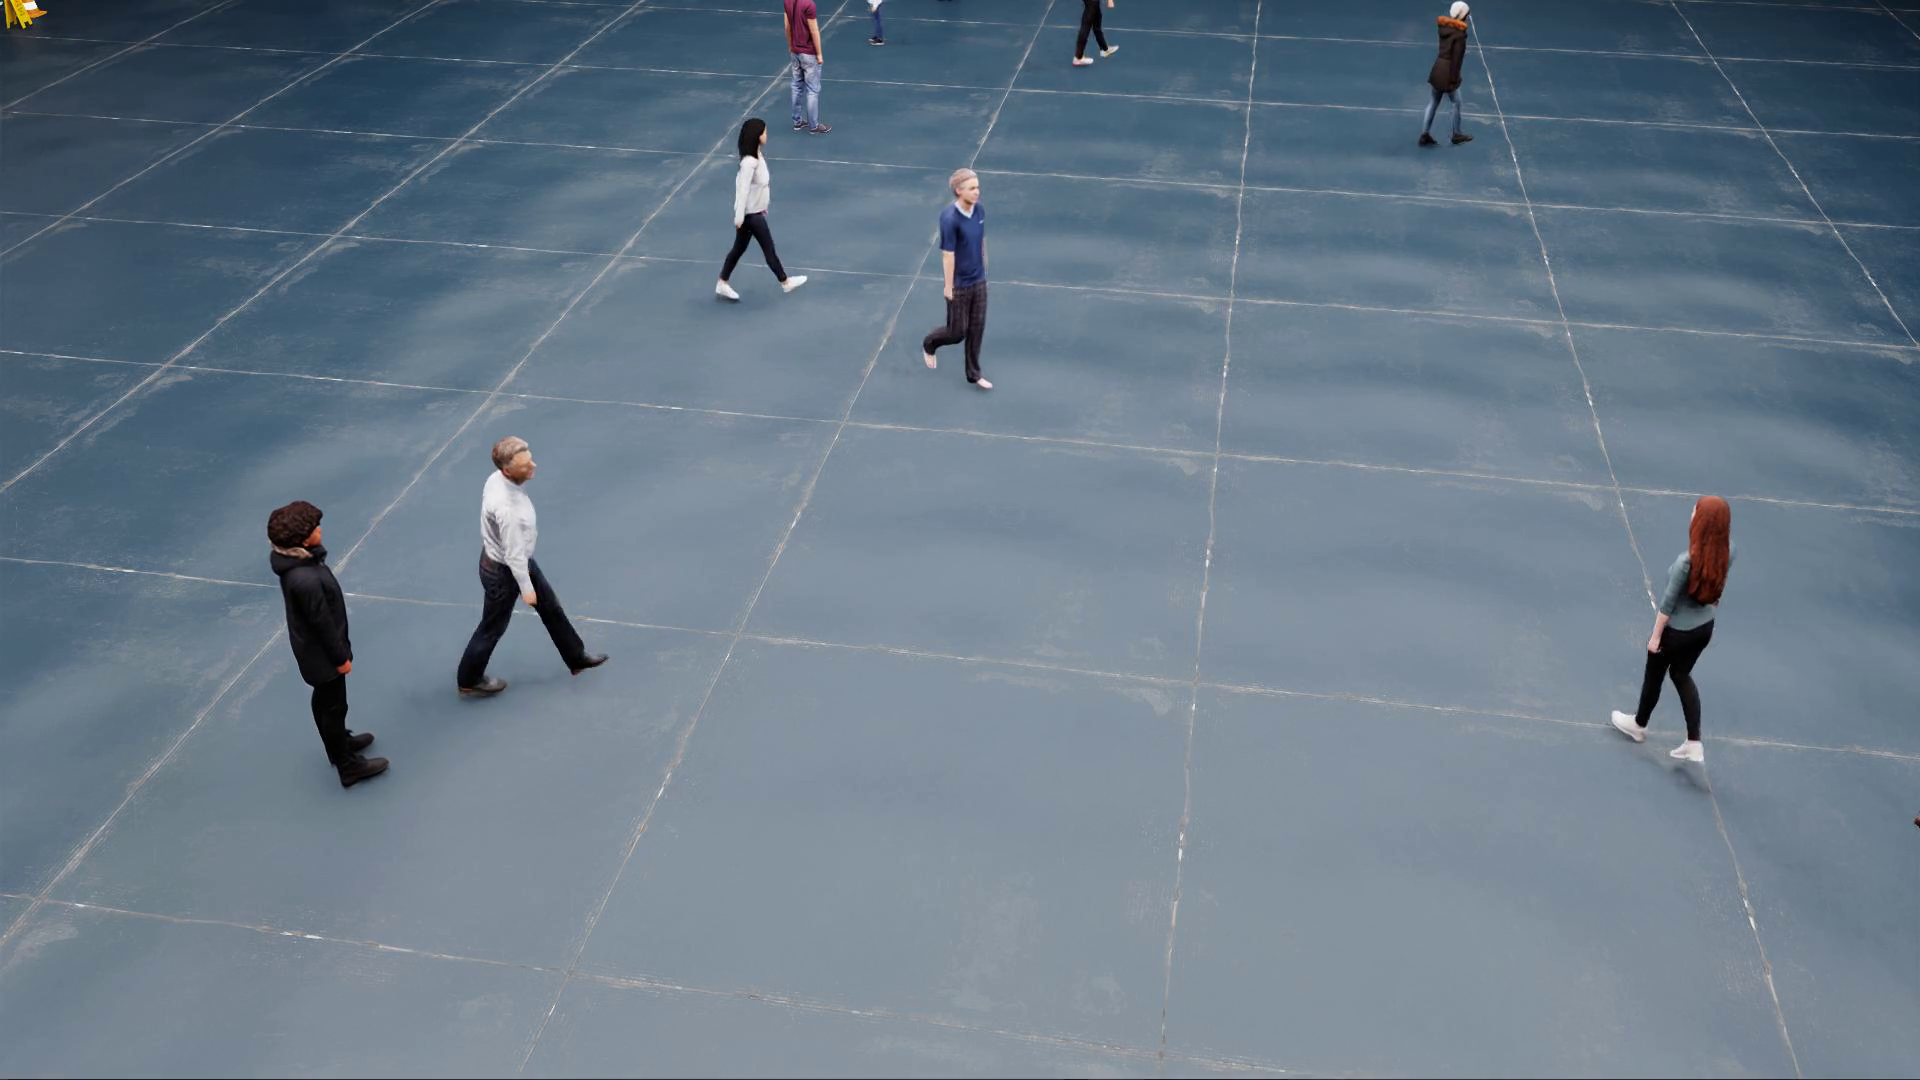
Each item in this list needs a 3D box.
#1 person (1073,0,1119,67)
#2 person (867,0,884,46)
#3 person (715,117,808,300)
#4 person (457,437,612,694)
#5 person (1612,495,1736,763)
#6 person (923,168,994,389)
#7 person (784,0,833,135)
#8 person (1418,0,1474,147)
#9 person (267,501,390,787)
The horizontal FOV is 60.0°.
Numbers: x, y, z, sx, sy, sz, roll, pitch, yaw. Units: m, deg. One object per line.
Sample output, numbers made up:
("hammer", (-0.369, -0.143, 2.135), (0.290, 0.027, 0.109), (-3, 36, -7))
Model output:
("person", (1.616, -6.971, 21.362), (1.094, 1.739, 0.968), (-14, 35, -21))
("person", (-1.134, -7.263, 22.412), (0.523, 1.112, 0.494), (-2, 32, -4))
("person", (-1.981, -2.948, 15.073), (1.156, 1.644, 0.855), (2, 32, 3))
("person", (-2.801, 0.189, 9.992), (1.264, 1.760, 0.940), (-8, 33, -12))
("person", (4.165, 0.554, 9.439), (0.955, 1.733, 0.945), (-14, 35, -21))
("person", (-0.027, -2.128, 13.572), (1.028, 1.858, 0.921), (26, 40, 34))
("person", (-1.787, -5.633, 19.133), (0.676, 1.853, 0.804), (24, 40, 33))
("person", (5.408, -5.218, 18.700), (0.979, 1.614, 0.865), (-12, 34, -19))
("person", (-3.607, 0.585, 9.351), (0.765, 1.774, 0.714), (-19, 37, -27))
